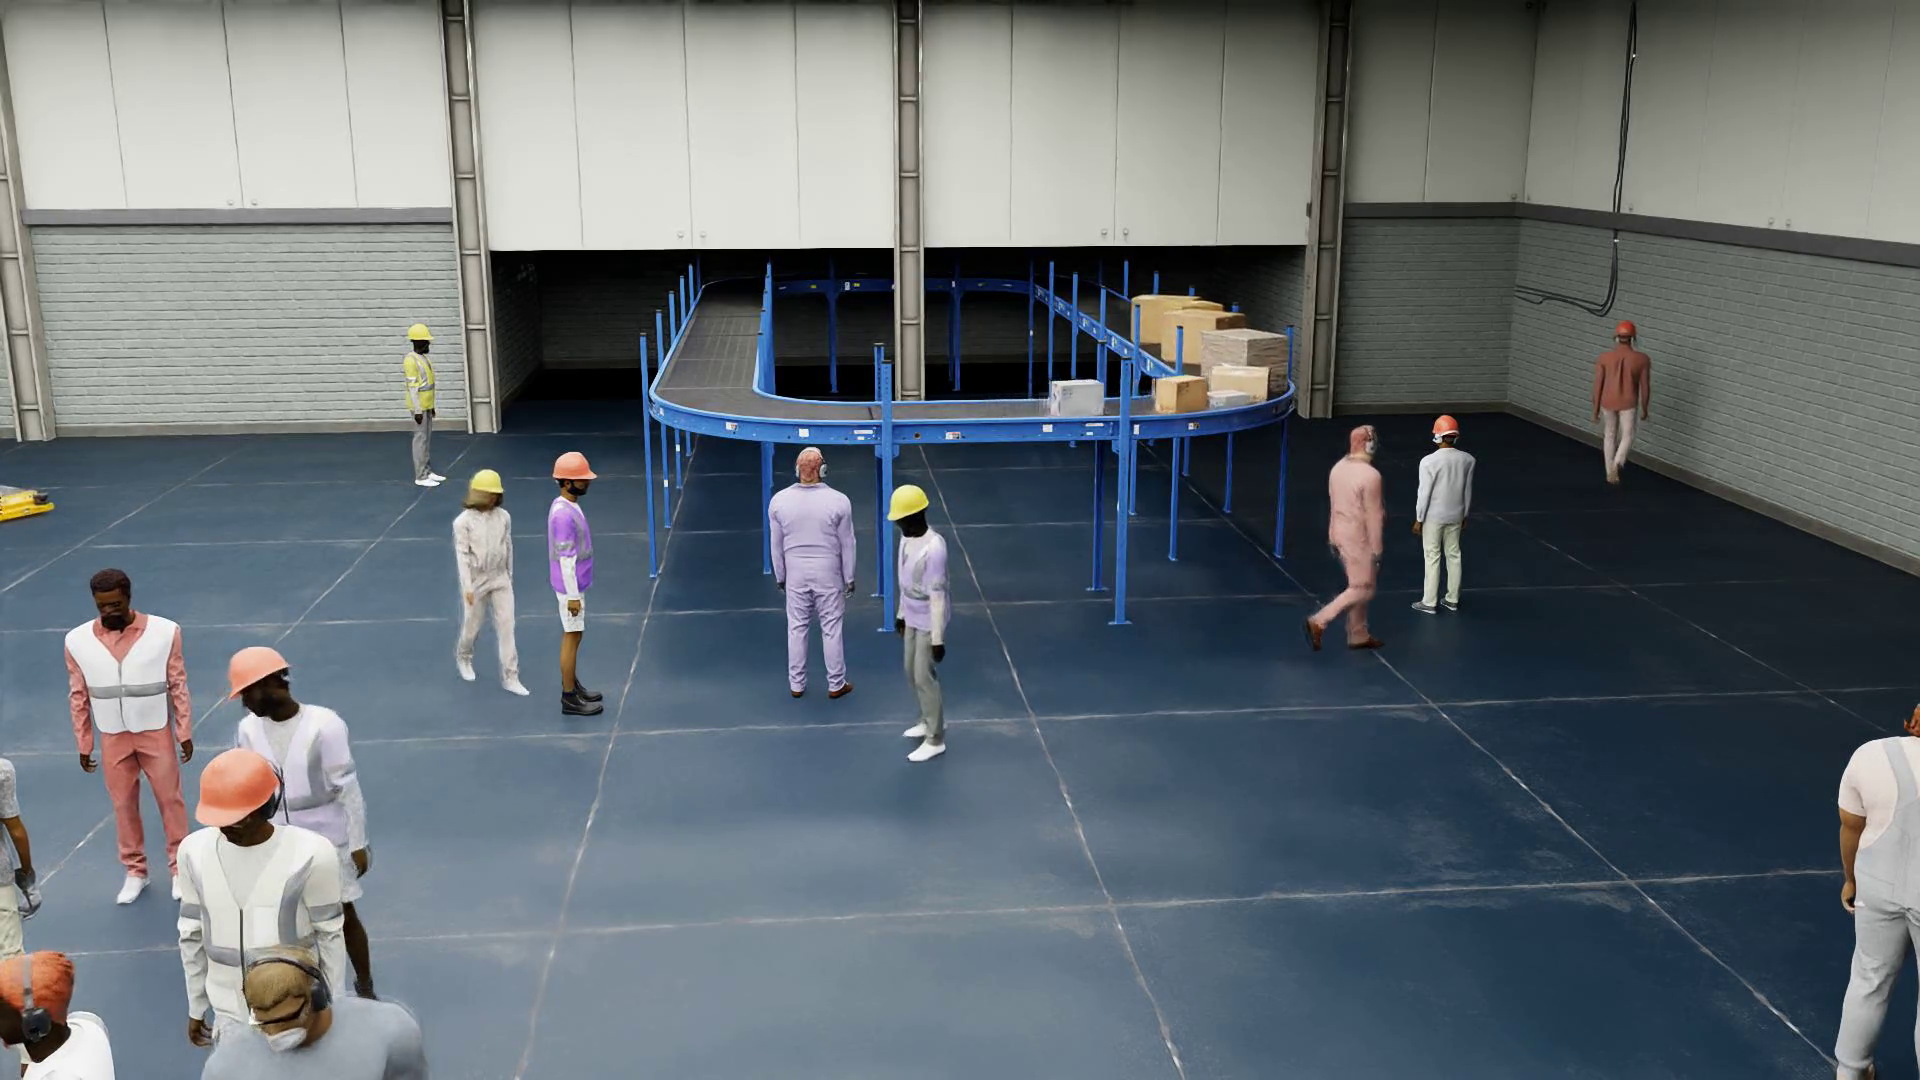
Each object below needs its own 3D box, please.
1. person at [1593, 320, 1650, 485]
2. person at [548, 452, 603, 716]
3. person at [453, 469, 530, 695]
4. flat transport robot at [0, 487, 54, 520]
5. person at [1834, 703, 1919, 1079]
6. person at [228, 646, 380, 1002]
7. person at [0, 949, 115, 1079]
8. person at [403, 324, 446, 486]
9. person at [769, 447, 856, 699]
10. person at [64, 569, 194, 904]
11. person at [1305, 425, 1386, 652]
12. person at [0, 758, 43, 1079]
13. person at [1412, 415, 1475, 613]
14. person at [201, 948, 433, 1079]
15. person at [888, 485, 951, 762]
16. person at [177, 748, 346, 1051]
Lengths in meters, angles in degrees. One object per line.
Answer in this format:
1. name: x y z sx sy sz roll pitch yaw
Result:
1. person: 7.844 -1.624 19.781 0.630 1.975 0.763 8 16 30
2. person: -2.793 0.310 12.125 0.371 1.935 0.551 -3 14 -11
3. person: -3.609 0.304 12.638 0.499 1.717 0.779 -12 19 -41
4. flat transport robot: -10.846 -0.438 18.499 1.431 0.197 0.652 7 16 26
5. person: 4.150 1.504 7.135 0.539 2.000 0.688 -12 18 -39
6. person: -3.063 1.404 7.862 0.622 1.891 0.396 2 14 9
7. person: -2.690 2.108 5.045 0.355 1.882 0.576 -5 15 -20
8. person: -6.400 -1.610 19.827 0.364 1.928 0.586 -1 14 -3
9. person: -1.081 0.250 12.418 0.642 1.913 0.409 2 14 7
10. person: -4.551 1.064 9.176 0.598 1.909 0.405 -4 15 -15
11. person: 3.162 0.007 13.442 0.697 1.884 0.649 -3 14 -12
12. person: -4.352 1.537 7.351 0.513 1.872 0.325 -5 15 -20
13. person: 4.235 -0.231 14.662 0.573 1.749 0.342 -5 15 -21
14. person: -1.938 2.053 5.229 0.713 1.899 0.686 -5 15 -19
15. person: -0.235 0.542 11.271 0.534 1.899 0.679 -6 15 -21
16. person: -2.611 1.732 6.242 0.605 2.033 0.392 0 14 -1
